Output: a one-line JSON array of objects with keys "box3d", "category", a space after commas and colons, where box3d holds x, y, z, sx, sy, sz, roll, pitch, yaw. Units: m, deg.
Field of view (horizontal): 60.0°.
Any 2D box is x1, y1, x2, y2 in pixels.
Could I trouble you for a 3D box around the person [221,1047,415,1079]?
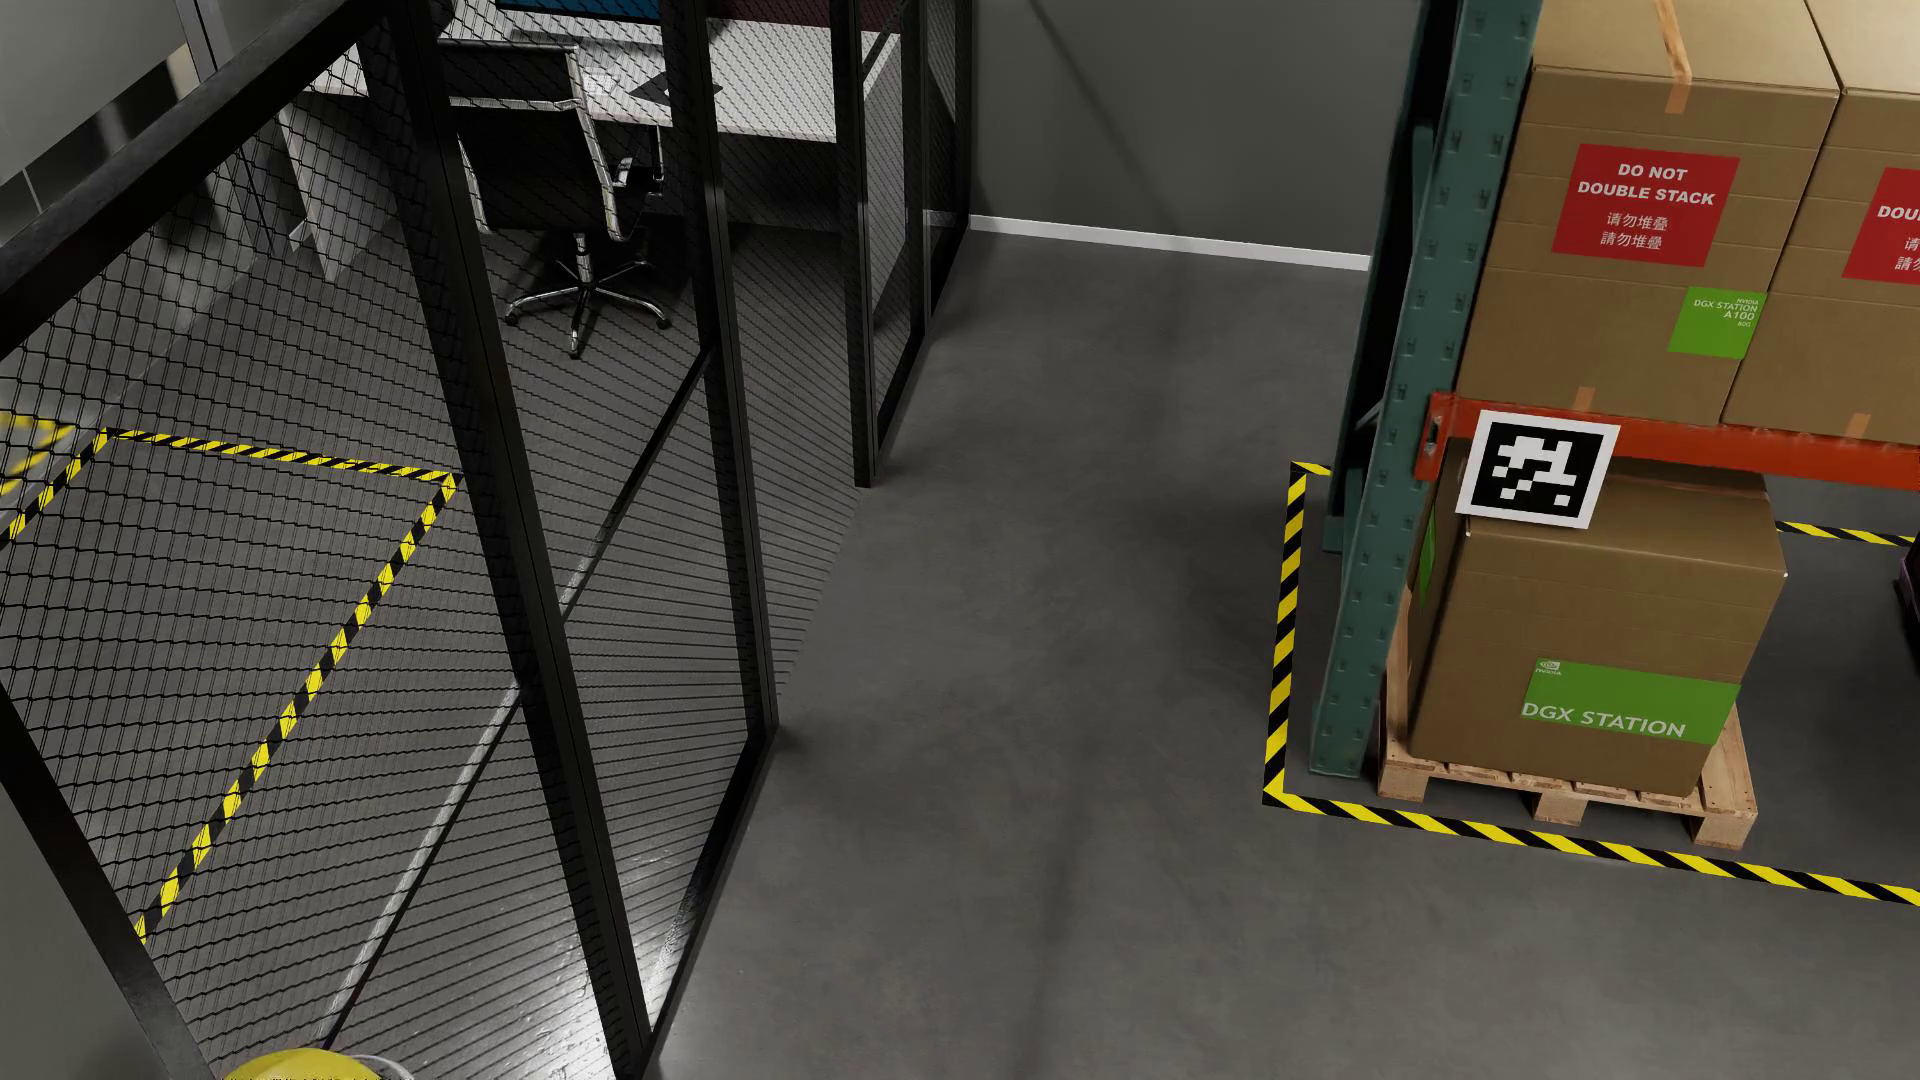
[{"box3d": [-0.670, 1.224, 2.168, 0.589, 1.834, 0.403, 13, 43, 14], "category": "person"}]
